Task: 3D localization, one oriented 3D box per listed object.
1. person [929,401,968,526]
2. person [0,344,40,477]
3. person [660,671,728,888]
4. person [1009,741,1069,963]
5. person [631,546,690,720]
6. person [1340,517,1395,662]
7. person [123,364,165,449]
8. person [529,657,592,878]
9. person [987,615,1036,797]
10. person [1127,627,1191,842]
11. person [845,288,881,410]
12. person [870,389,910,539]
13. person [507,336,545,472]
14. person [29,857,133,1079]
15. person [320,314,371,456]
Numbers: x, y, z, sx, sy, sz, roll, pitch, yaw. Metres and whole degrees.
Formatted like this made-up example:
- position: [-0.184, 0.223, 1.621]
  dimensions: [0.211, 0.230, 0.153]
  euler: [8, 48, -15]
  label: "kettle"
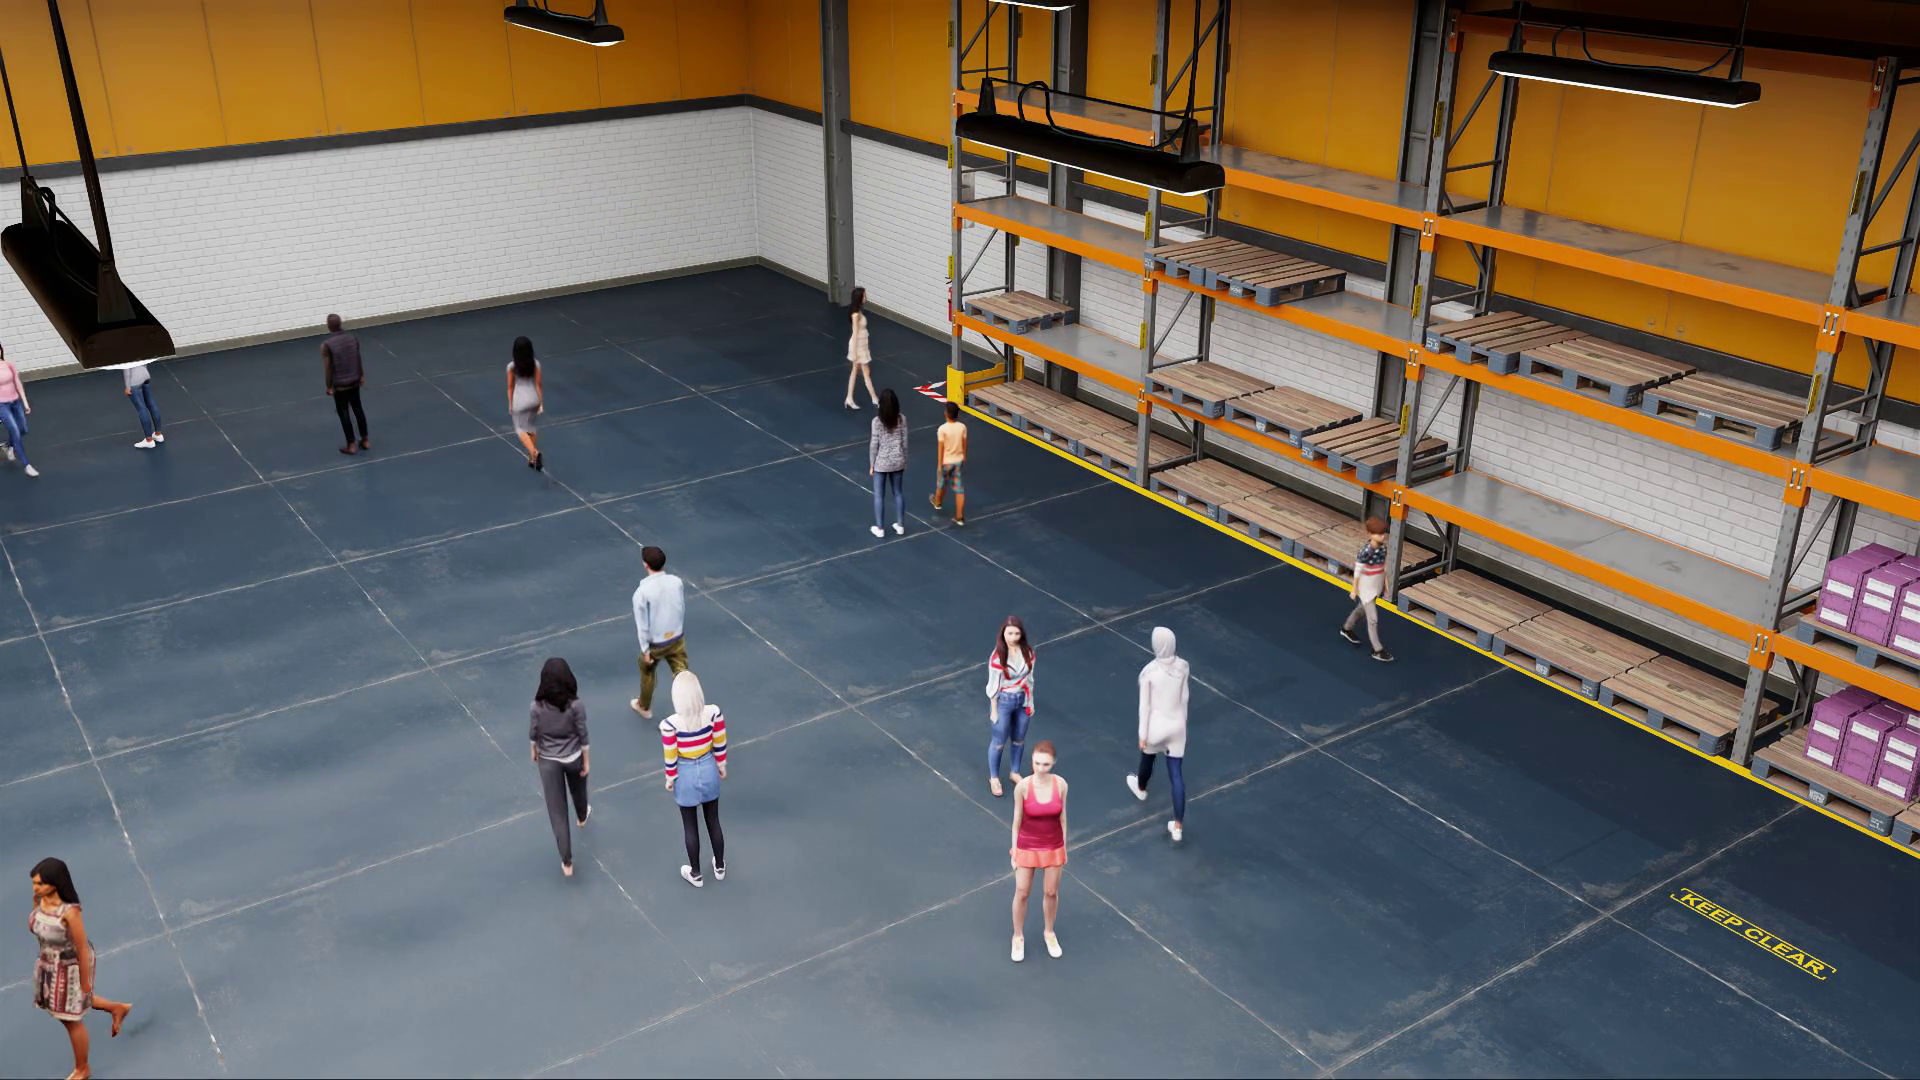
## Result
- position: [-0.067, -0.863, 19.214]
  dimensions: [0.698, 1.434, 1.013]
  euler: [-9, 25, -20]
  label: "person"
- position: [-11.868, -1.671, 20.699]
  dimensions: [1.082, 1.726, 0.845]
  euler: [14, 27, 28]
  label: "person"
- position: [-2.000, 1.805, 12.641]
  dimensions: [0.682, 1.809, 0.563]
  euler: [-11, 26, -24]
  label: "person"
- position: [0.572, 2.193, 11.827]
  dimensions: [0.637, 1.750, 0.641]
  euler: [-4, 24, -9]
  label: "person"
- position: [-2.564, 0.934, 14.686]
  dimensions: [0.731, 1.768, 1.189]
  euler: [-18, 30, -36]
  label: "person"
- position: [3.968, 0.434, 16.283]
  dimensions: [0.538, 1.405, 0.937]
  euler: [-16, 28, -32]
  label: "person"
- position: [-10.651, -2.063, 21.581]
  dimensions: [0.742, 1.736, 0.676]
  euler: [3, 24, 8]
  label: "person"
- position: [-3.072, 1.779, 12.813]
  dimensions: [0.931, 1.720, 1.232]
  euler: [-5, 24, -11]
  label: "person"
- position: [0.424, 1.364, 13.898]
  dimensions: [0.624, 1.611, 0.565]
  euler: [-11, 26, -23]
  label: "person"
- position: [1.663, 1.577, 13.273]
  dimensions: [0.888, 1.721, 1.238]
  euler: [-7, 24, -15]
  label: "person"
- position: [-1.474, -2.613, 22.864]
  dimensions: [0.910, 1.717, 0.887]
  euler: [0, 24, 0]
  label: "person"
- position: [-0.807, -0.877, 18.875]
  dimensions: [0.652, 1.731, 0.582]
  euler: [-10, 26, -23]
  label: "person"
- position: [-5.330, -1.620, 20.541]
  dimensions: [0.581, 1.758, 0.873]
  euler: [-15, 28, -30]
  label: "person"
- position: [-5.720, 2.724, 10.763]
  dimensions: [0.951, 1.630, 0.942]
  euler: [14, 27, 29]
  label: "person"
- position: [-7.893, -2.016, 21.350]
  dimensions: [0.688, 1.836, 0.766]
  euler: [16, 29, 33]
  label: "person"
